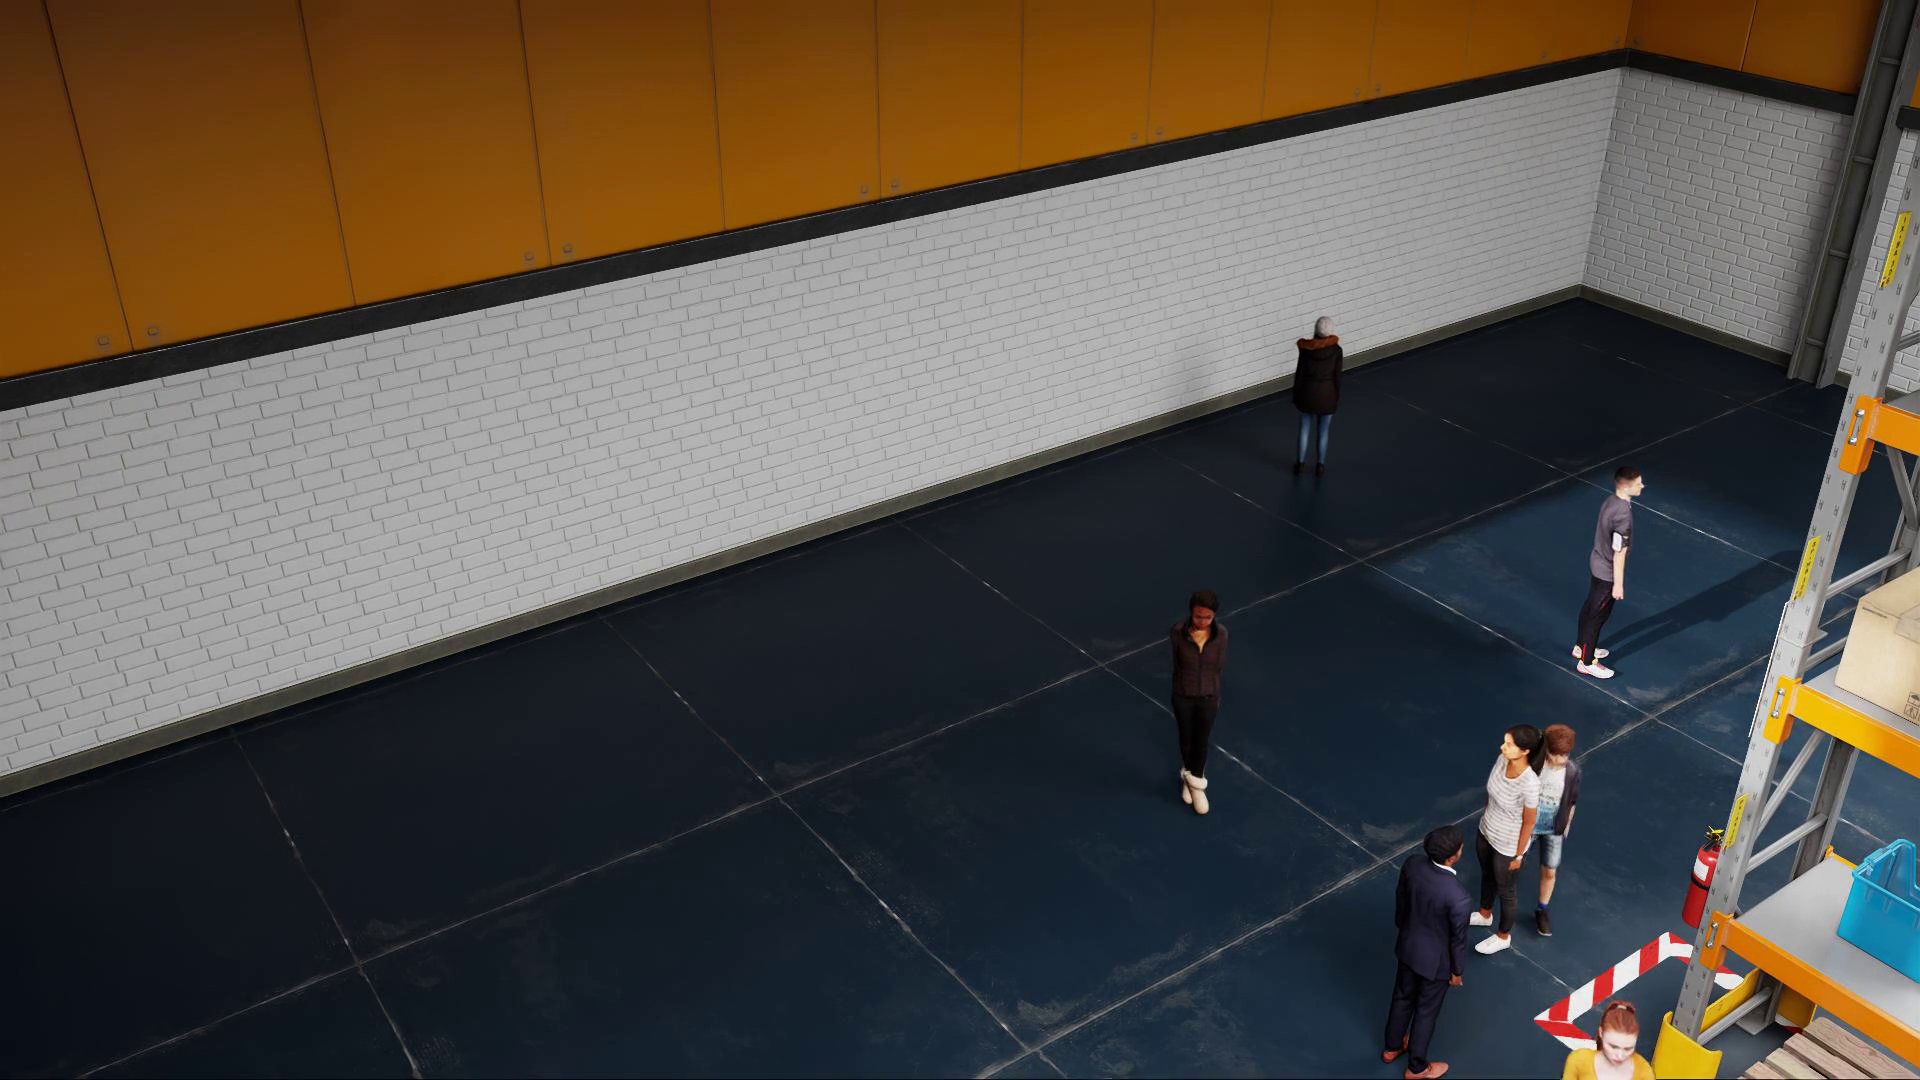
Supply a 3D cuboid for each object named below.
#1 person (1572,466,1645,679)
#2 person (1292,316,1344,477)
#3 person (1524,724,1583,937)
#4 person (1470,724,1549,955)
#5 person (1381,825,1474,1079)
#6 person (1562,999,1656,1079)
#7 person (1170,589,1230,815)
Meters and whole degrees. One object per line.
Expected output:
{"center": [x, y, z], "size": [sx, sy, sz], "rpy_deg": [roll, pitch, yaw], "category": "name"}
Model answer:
{"center": [5.077, 0.225, 13.023], "size": [0.761, 1.764, 0.713], "rpy_deg": [6, 29, 11], "category": "person"}
{"center": [3.458, -1.392, 16.125], "size": [0.725, 1.632, 0.791], "rpy_deg": [6, 29, 11], "category": "person"}
{"center": [3.657, 1.752, 10.566], "size": [0.830, 1.434, 0.895], "rpy_deg": [5, 29, 9], "category": "person"}
{"center": [3.353, 1.819, 10.224], "size": [0.700, 1.645, 0.575], "rpy_deg": [-6, 29, -11], "category": "person"}
{"center": [2.596, 2.292, 9.272], "size": [0.704, 1.726, 0.470], "rpy_deg": [-16, 33, -27], "category": "person"}
{"center": [3.090, 2.913, 8.162], "size": [1.062, 1.700, 1.219], "rpy_deg": [1, 29, 3], "category": "person"}
{"center": [1.670, 1.066, 11.587], "size": [0.736, 1.661, 0.813], "rpy_deg": [-6, 29, -10], "category": "person"}
